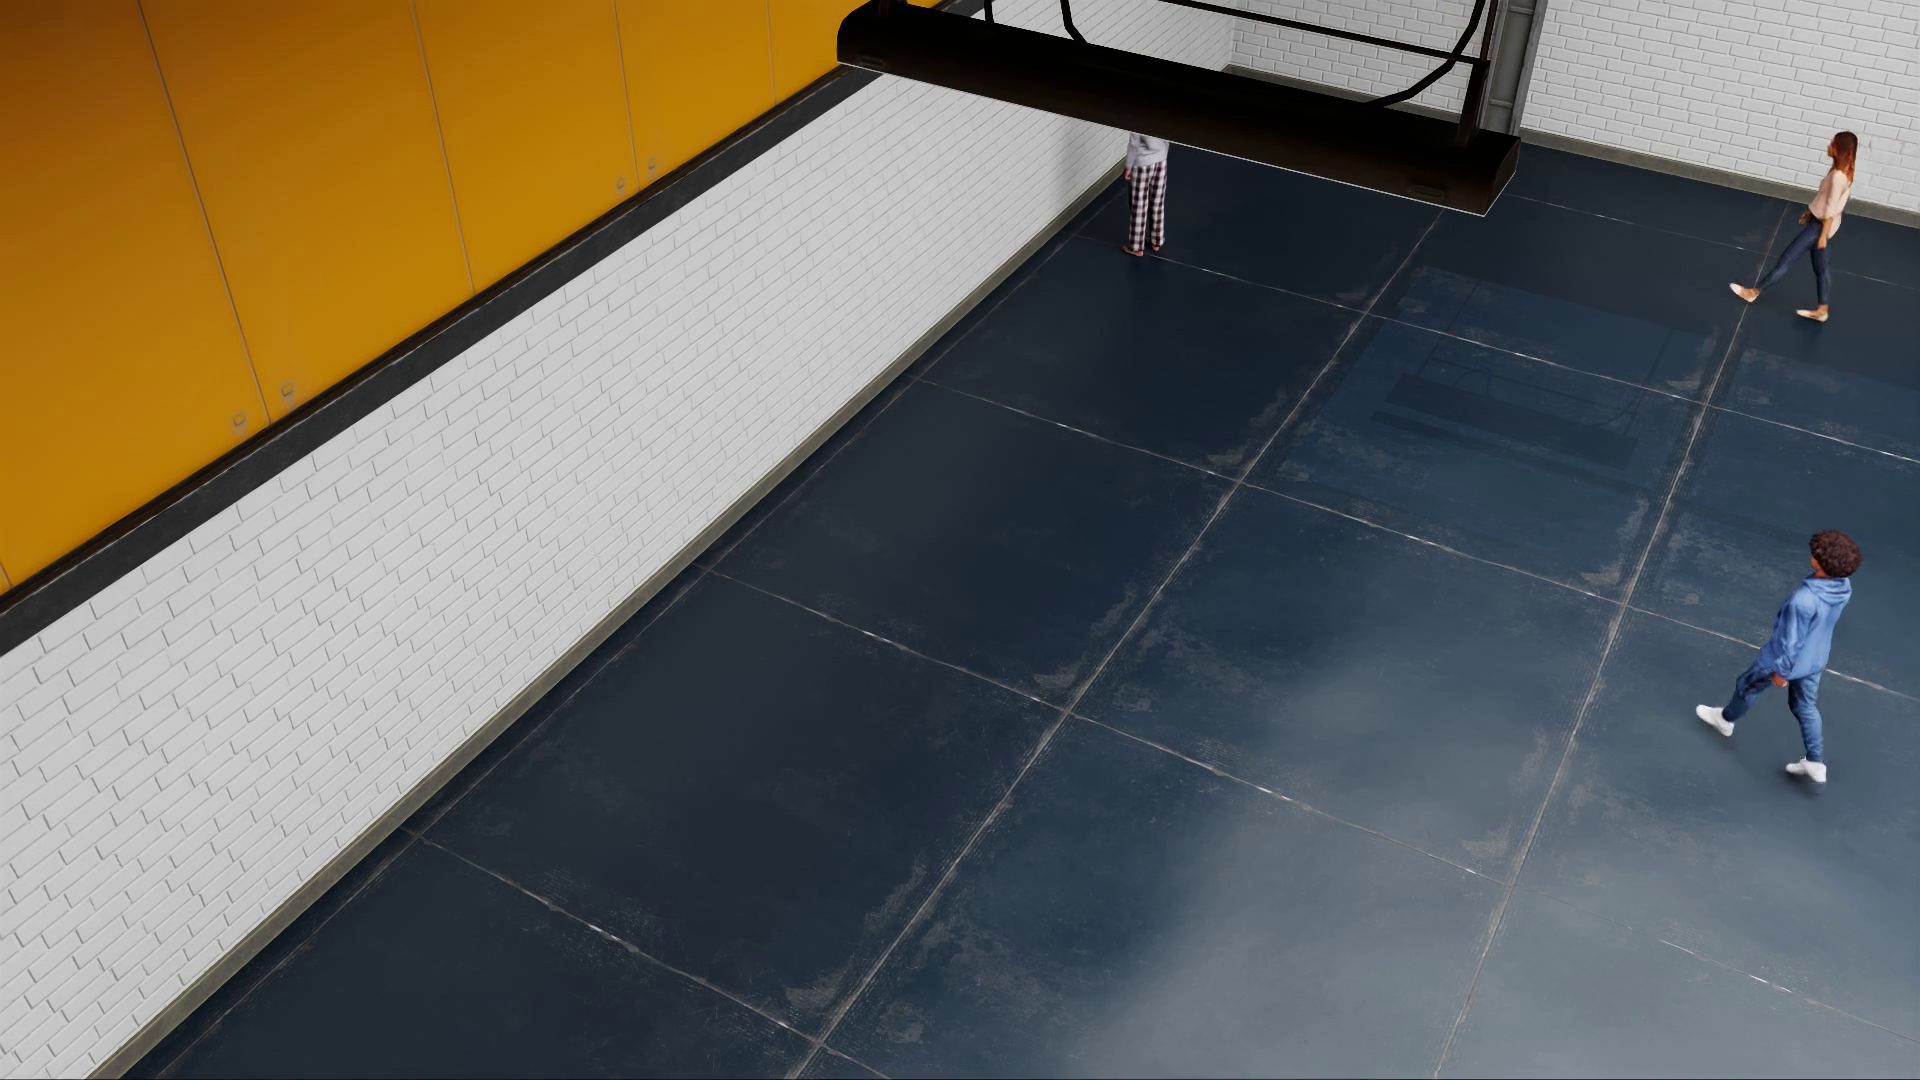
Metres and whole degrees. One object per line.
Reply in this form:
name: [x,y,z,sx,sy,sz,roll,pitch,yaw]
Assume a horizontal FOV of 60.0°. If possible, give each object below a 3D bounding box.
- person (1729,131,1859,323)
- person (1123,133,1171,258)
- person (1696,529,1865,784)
person: [7.669,-2.710,14.639,1.073,1.751,0.613,20,43,23]
person: [1.774,-3.541,15.603,0.704,1.845,0.708,-19,42,-22]
person: [5.245,0.752,10.280,1.061,1.779,1.256,-18,42,-21]
